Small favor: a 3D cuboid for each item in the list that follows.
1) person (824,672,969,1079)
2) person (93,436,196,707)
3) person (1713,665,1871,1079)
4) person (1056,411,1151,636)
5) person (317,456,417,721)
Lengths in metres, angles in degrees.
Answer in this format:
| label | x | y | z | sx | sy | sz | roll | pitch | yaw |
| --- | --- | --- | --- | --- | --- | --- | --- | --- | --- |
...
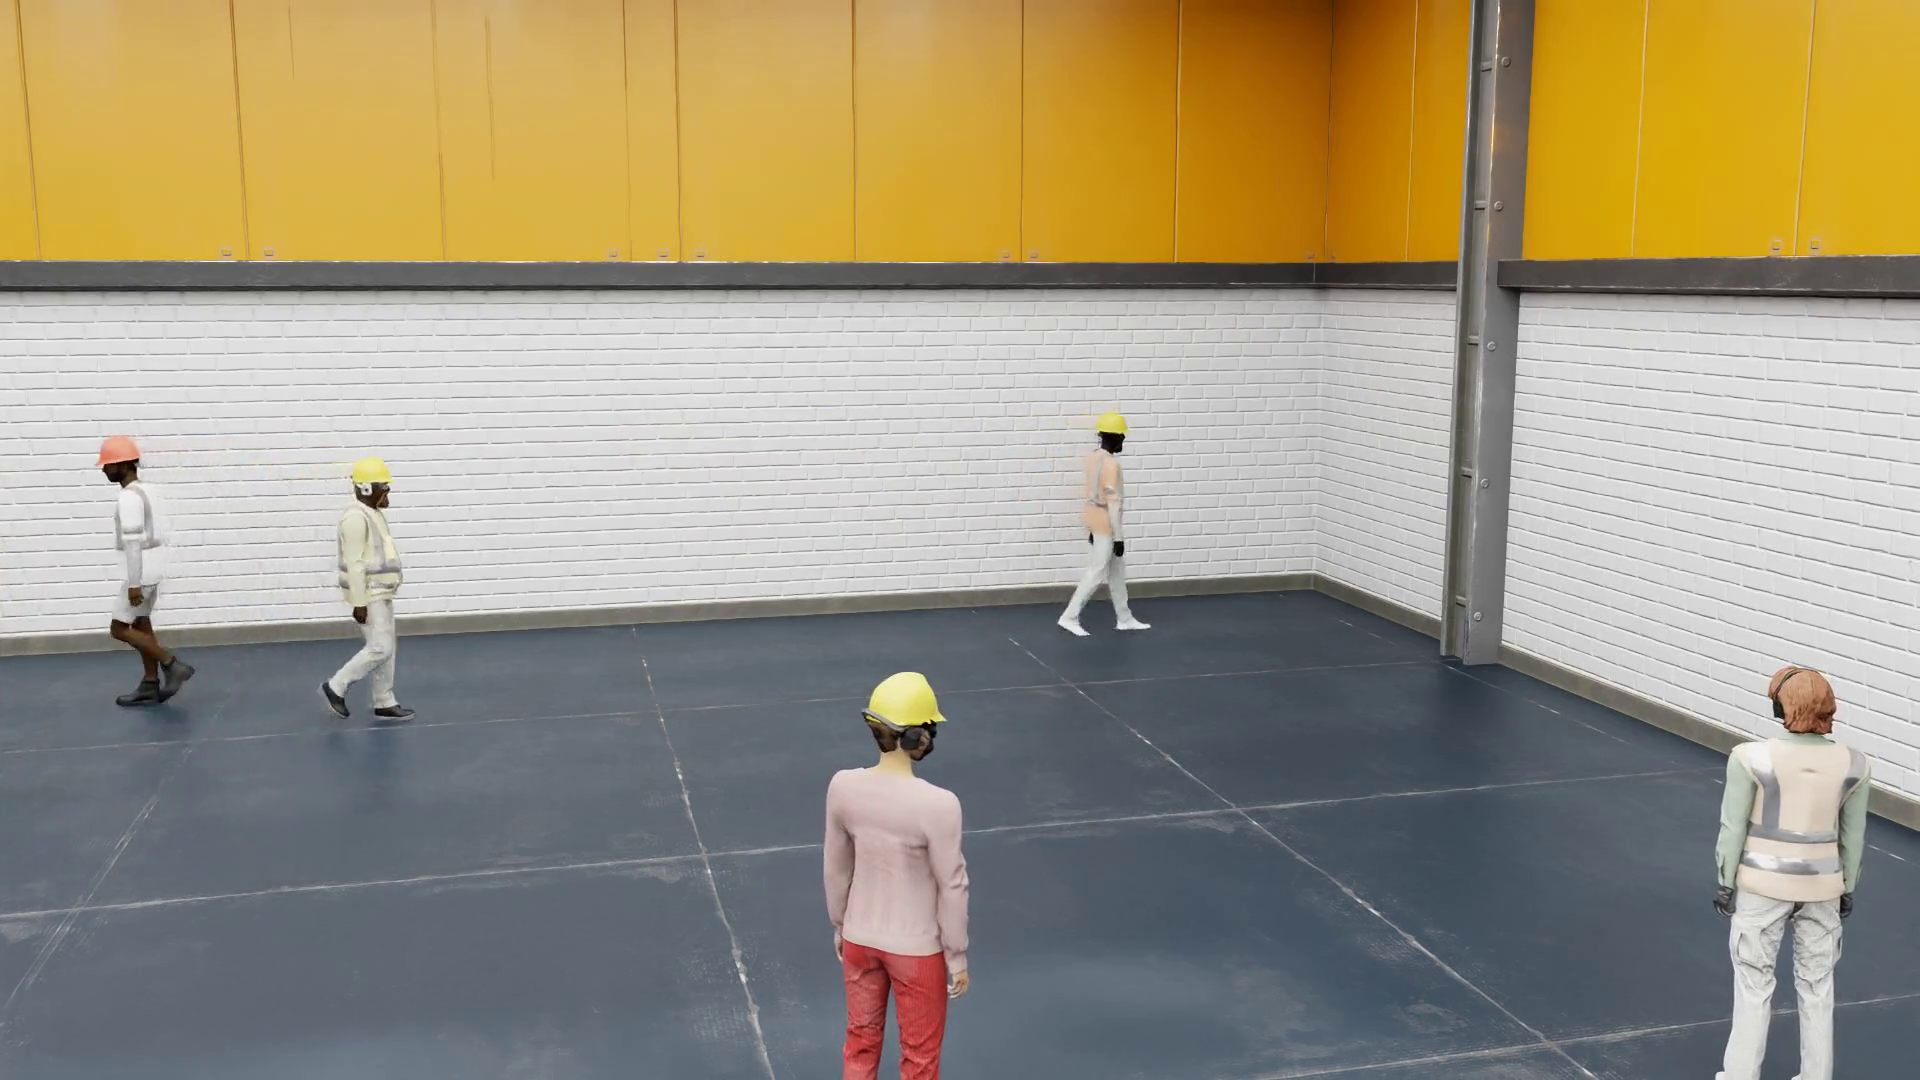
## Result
| label | x | y | z | sx | sy | sz | roll | pitch | yaw |
| --- | --- | --- | --- | --- | --- | --- | --- | --- | --- |
| person | -0.194 | 1.297 | 5.384 | 0.528 | 1.765 | 0.327 | 6 | 11 | 32 |
| person | -5.703 | 0.230 | 11.561 | 0.477 | 1.919 | 0.564 | -3 | 9 | -15 |
| person | 2.994 | 1.265 | 6.010 | 0.509 | 1.629 | 0.314 | 0 | 9 | 2 |
| person | 1.205 | -0.136 | 13.982 | 0.742 | 1.927 | 0.617 | -1 | 9 | -7 |
| person | -3.987 | 0.346 | 11.132 | 0.507 | 1.818 | 0.598 | -1 | 9 | -5 |
